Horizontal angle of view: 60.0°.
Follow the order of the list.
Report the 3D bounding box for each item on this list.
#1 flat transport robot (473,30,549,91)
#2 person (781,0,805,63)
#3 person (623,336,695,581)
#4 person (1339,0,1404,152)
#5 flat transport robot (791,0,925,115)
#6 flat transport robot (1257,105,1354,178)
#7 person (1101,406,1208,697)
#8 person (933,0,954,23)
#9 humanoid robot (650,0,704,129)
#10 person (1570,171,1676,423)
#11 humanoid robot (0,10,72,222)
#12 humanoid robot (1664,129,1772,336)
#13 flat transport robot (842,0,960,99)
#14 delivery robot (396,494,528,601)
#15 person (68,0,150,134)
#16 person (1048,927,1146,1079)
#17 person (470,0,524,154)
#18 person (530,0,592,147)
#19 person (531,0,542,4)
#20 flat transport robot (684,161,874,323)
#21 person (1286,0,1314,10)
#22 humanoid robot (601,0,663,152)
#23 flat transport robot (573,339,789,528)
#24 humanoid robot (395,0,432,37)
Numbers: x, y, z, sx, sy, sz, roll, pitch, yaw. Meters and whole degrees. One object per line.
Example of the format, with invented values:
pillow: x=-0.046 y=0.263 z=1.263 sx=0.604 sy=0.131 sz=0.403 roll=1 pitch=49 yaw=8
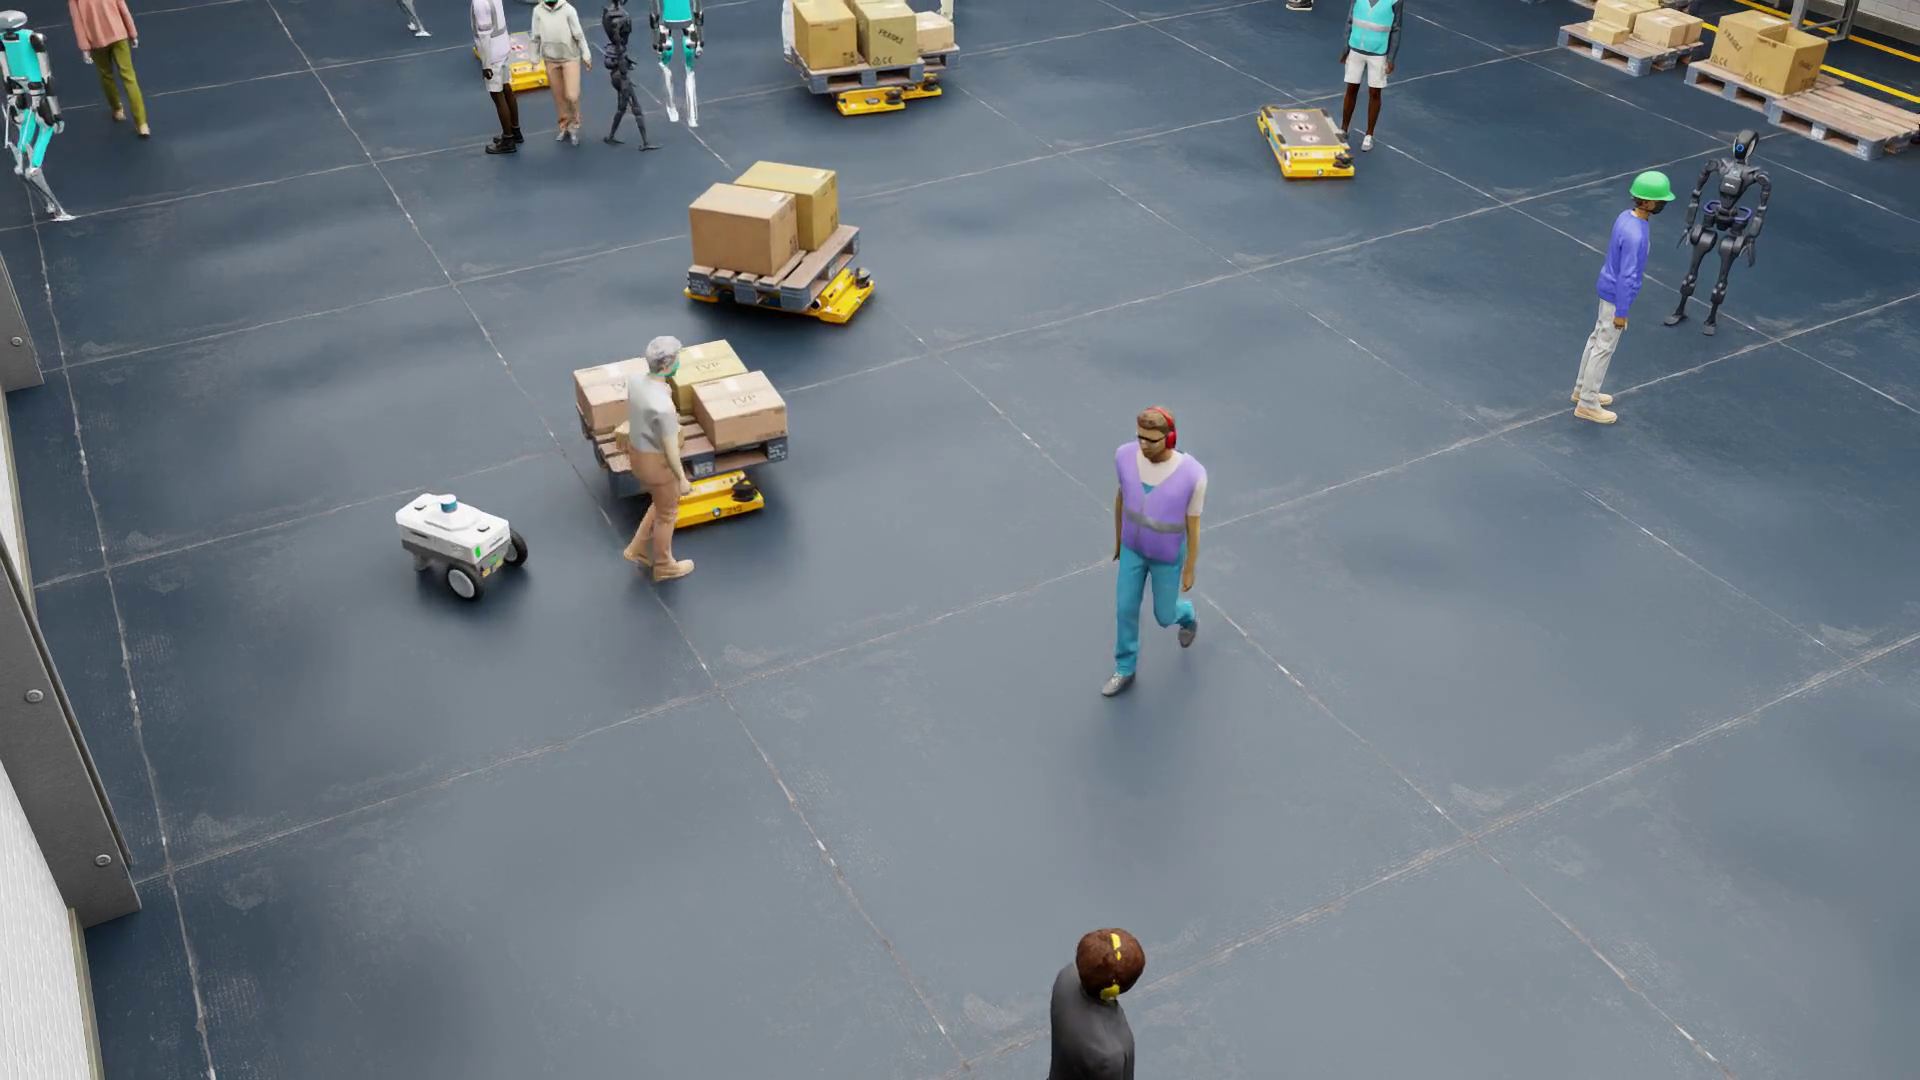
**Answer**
flat transport robot: x=-4.825 y=-5.270 z=18.240 sx=0.659 sy=0.231 sz=1.431 roll=-18 pitch=39 yaw=-24
person: x=-1.783 y=-6.165 z=18.114 sx=0.357 sy=1.881 sz=0.573 roll=15 pitch=38 yaw=20
person: x=-1.823 y=-0.471 z=10.125 sx=0.398 sy=1.715 sz=0.505 roll=-18 pitch=39 yaw=-24
person: x=3.950 y=-4.718 z=16.004 sx=0.553 sy=1.932 sz=0.441 roll=20 pitch=40 yaw=26
flat transport robot: x=-1.089 y=-4.855 z=17.648 sx=0.659 sy=0.231 sz=1.431 roll=-10 pitch=36 yaw=-14
flat transport robot: x=3.379 y=-3.914 z=16.304 sx=0.659 sy=0.231 sz=1.431 roll=-1 pitch=35 yaw=-2
person: x=1.107 y=0.025 z=9.324 sx=0.573 sy=1.820 sz=0.693 roll=21 pitch=40 yaw=27
person: x=-0.191 y=-6.892 z=19.182 sx=0.375 sy=1.843 sz=0.571 roll=3 pitch=35 yaw=4
humanoid robot: x=-2.834 y=-5.039 z=16.624 sx=0.555 sy=1.757 sz=0.841 roll=-9 pitch=36 yaw=-13
person: x=4.691 y=-1.727 z=11.787 sx=0.356 sy=1.871 sz=0.468 roll=8 pitch=36 yaw=11
humanoid robot: x=-8.293 y=-3.688 z=14.717 sx=0.591 sy=1.789 sz=0.829 roll=10 pitch=36 yaw=14
humanoid robot: x=5.904 y=-2.386 z=12.882 sx=0.599 sy=1.657 sz=0.315 roll=24 pitch=41 yaw=30
flat transport robot: x=-0.736 y=-5.079 z=17.968 sx=0.659 sy=0.231 sz=1.431 roll=-11 pitch=37 yaw=-16
delivery robot: x=-3.157 y=-0.016 z=10.482 sx=0.748 sy=0.587 sz=0.524 roll=17 pitch=38 yaw=22
person: x=-8.434 y=-4.953 z=16.467 sx=0.563 sy=1.787 sz=0.983 roll=-20 pitch=40 yaw=-27
person: x=0.520 y=2.143 z=6.267 sx=0.381 sy=1.869 sz=0.507 roll=-8 pitch=36 yaw=-12
person: x=-4.508 y=-4.668 z=15.938 sx=0.381 sy=1.929 sz=0.541 roll=0 pitch=35 yaw=0
person: x=-3.868 y=-4.630 z=16.126 sx=0.587 sy=1.640 sz=0.541 roll=2 pitch=35 yaw=3
person: x=-5.251 y=-7.280 z=19.893 sx=0.783 sy=1.667 sz=0.537 roll=12 pitch=37 yaw=16
flat transport robot: x=-1.494 y=-2.107 z=13.725 sx=1.431 sy=0.231 sz=0.659 roll=11 pitch=37 yaw=15
person: x=4.150 y=-7.278 z=19.639 sx=0.366 sy=1.959 sz=0.603 roll=9 pitch=36 yaw=12
humanoid robot: x=-3.244 y=-4.591 z=16.070 sx=0.587 sy=1.636 sz=0.613 roll=-5 pitch=35 yaw=-6
flat transport robot: x=-1.908 y=-0.576 z=11.538 sx=0.659 sy=0.231 sz=1.431 roll=-15 pitch=38 yaw=-20
humanoid robot: x=-6.378 y=-6.620 z=18.893 sx=0.590 sy=1.773 sz=0.869 roll=10 pitch=36 yaw=14
